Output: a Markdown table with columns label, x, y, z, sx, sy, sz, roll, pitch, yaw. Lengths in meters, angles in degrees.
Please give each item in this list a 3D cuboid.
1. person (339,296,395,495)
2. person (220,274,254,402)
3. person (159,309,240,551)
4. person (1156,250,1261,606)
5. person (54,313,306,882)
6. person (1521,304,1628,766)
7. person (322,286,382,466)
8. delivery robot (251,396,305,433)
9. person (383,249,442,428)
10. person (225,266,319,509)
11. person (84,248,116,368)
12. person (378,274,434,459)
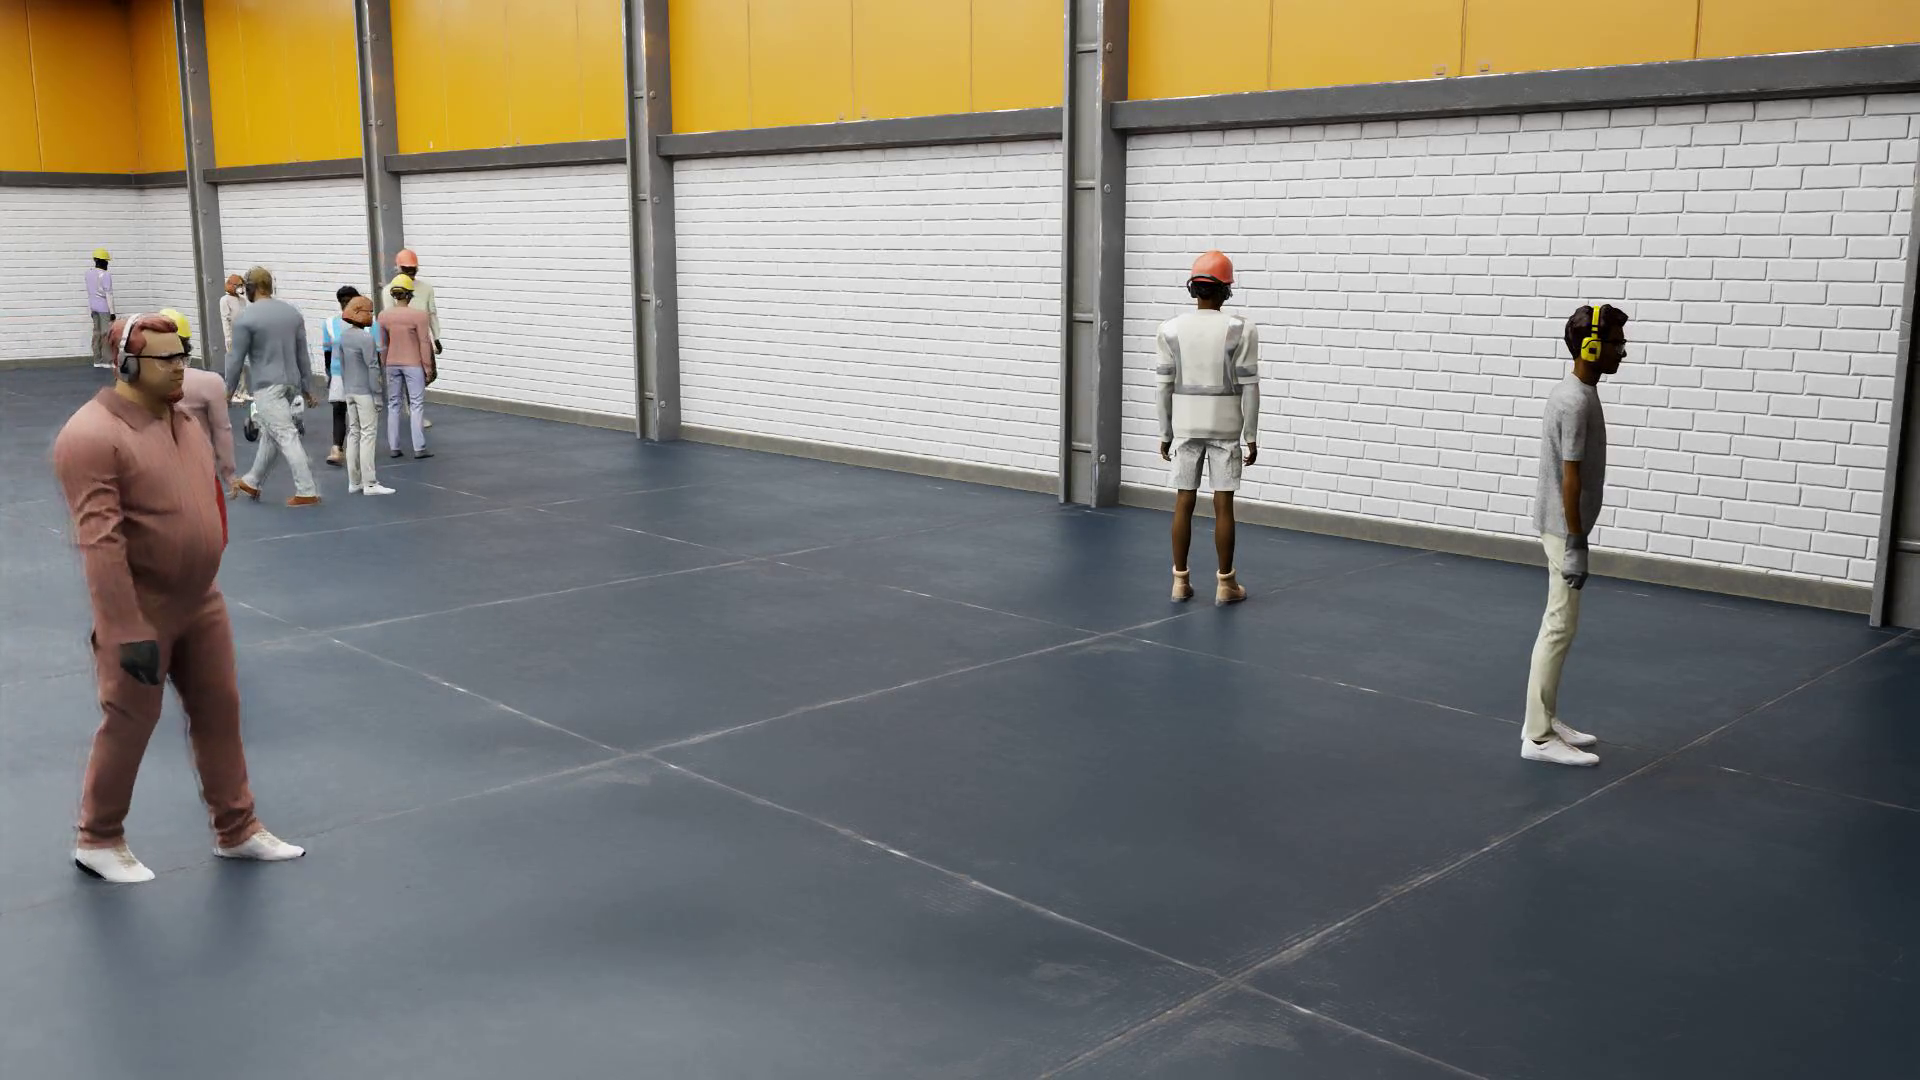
| label | x | y | z | sx | sy | sz | roll | pitch | yaw |
| --- | --- | --- | --- | --- | --- | --- | --- | --- | --- |
| person | -4.918 | -1.187 | 13.729 | 0.507 | 1.631 | 0.277 | 9 | 14 | 41 |
| person | -9.289 | -2.592 | 21.387 | 0.278 | 1.633 | 0.499 | 2 | 11 | 10 |
| person | -4.112 | -0.334 | 8.757 | 0.535 | 1.749 | 0.529 | -1 | 10 | -5 |
| person | 1.432 | -0.638 | 9.616 | 0.608 | 2.044 | 0.371 | 4 | 11 | 22 |
| person | -2.642 | 0.201 | 5.506 | 0.583 | 1.909 | 0.663 | 2 | 11 | 11 |
| person | 2.486 | -0.020 | 6.751 | 0.317 | 1.861 | 0.516 | 3 | 11 | 18 |
| person | -5.632 | -1.506 | 15.381 | 0.550 | 1.651 | 0.824 | -1 | 10 | -7 |
| delivery robot | -7.146 | -1.375 | 17.423 | 0.477 | 0.478 | 0.707 | 0 | 11 | -3 |
| person | -6.143 | -2.255 | 18.601 | 0.672 | 1.979 | 0.634 | 9 | 14 | 41 |
| person | -5.463 | -1.190 | 13.053 | 1.016 | 1.879 | 0.632 | 4 | 11 | 21 |
| person | -13.781 | -3.718 | 26.754 | 0.586 | 1.919 | 0.393 | 6 | 12 | 28 |
| person | -5.314 | -1.660 | 15.979 | 0.526 | 1.762 | 0.346 | 2 | 11 | 12 |
